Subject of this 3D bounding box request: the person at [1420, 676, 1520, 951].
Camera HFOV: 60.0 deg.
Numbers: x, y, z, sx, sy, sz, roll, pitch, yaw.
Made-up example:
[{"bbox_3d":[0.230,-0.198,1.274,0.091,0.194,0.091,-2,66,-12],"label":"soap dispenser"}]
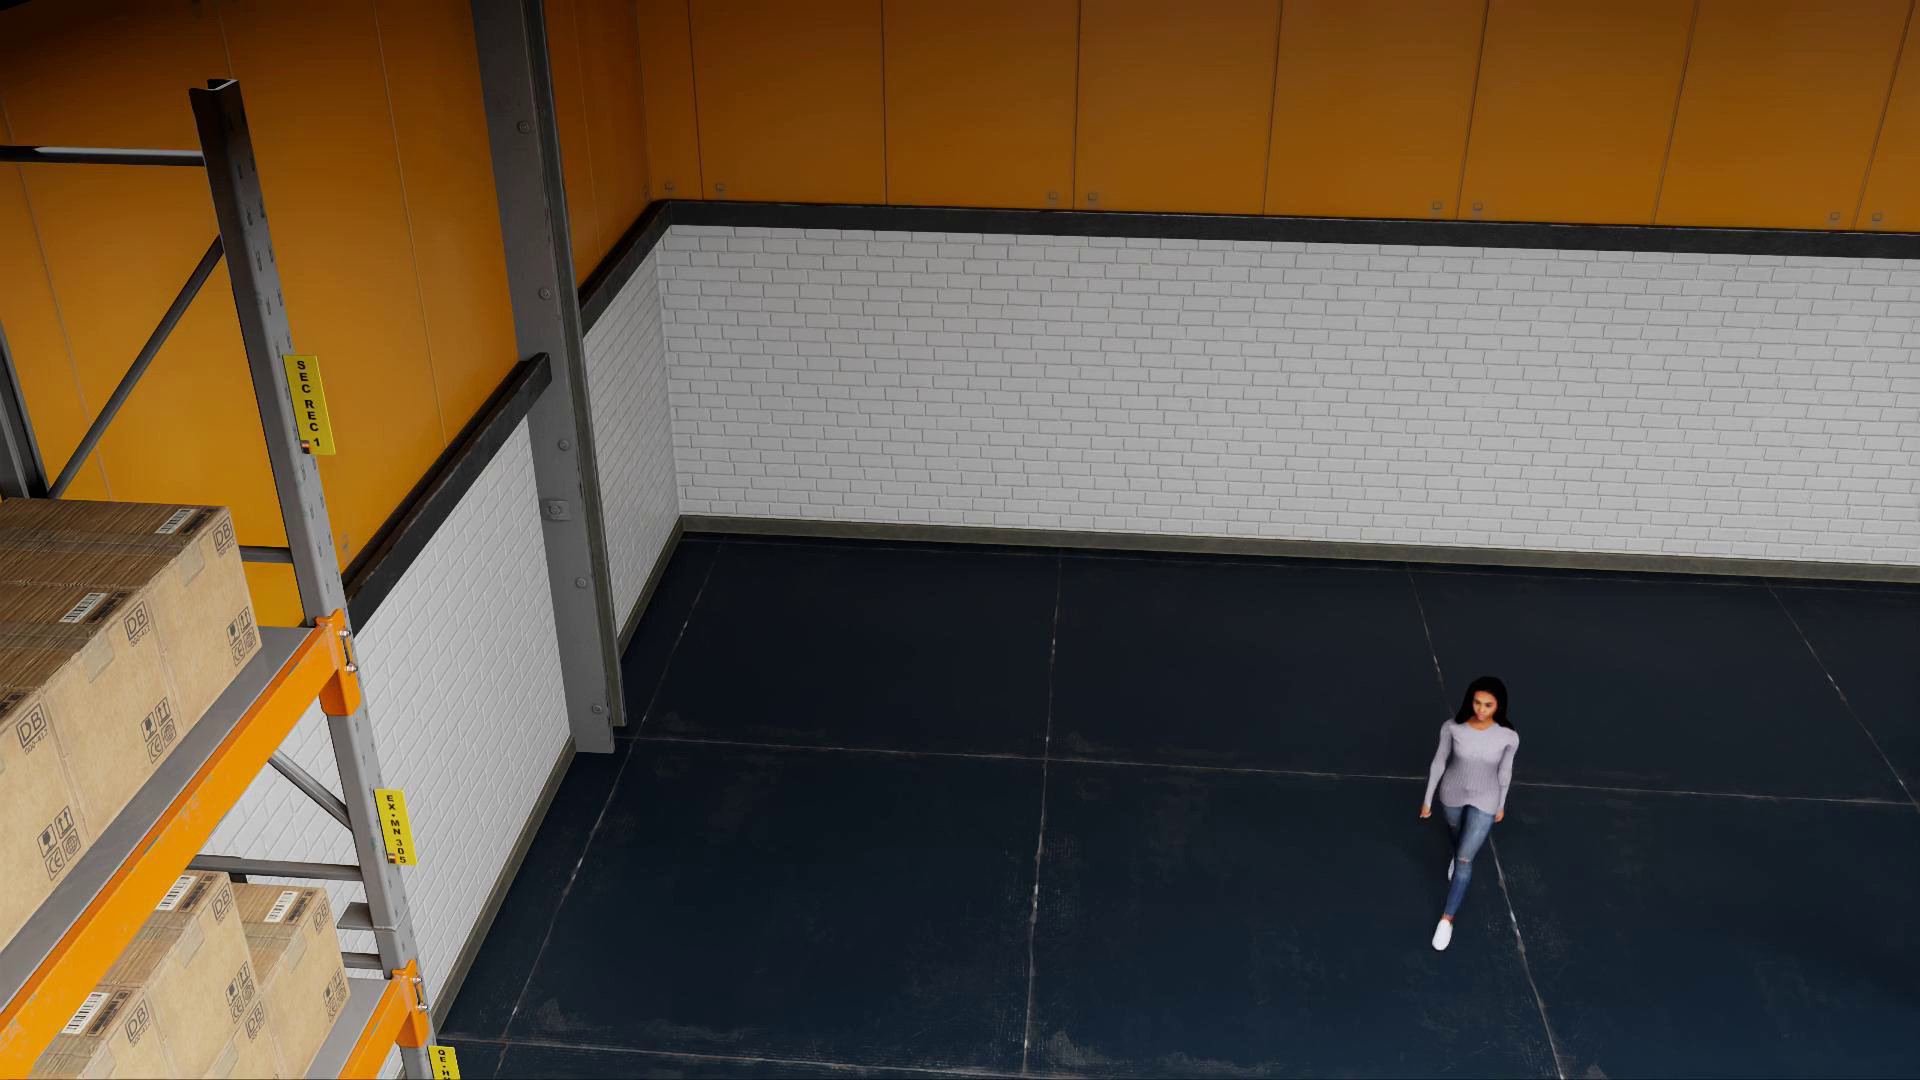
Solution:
[{"bbox_3d":[3.125,1.553,10.193,0.941,1.685,1.267,13,31,23],"label":"person"}]
